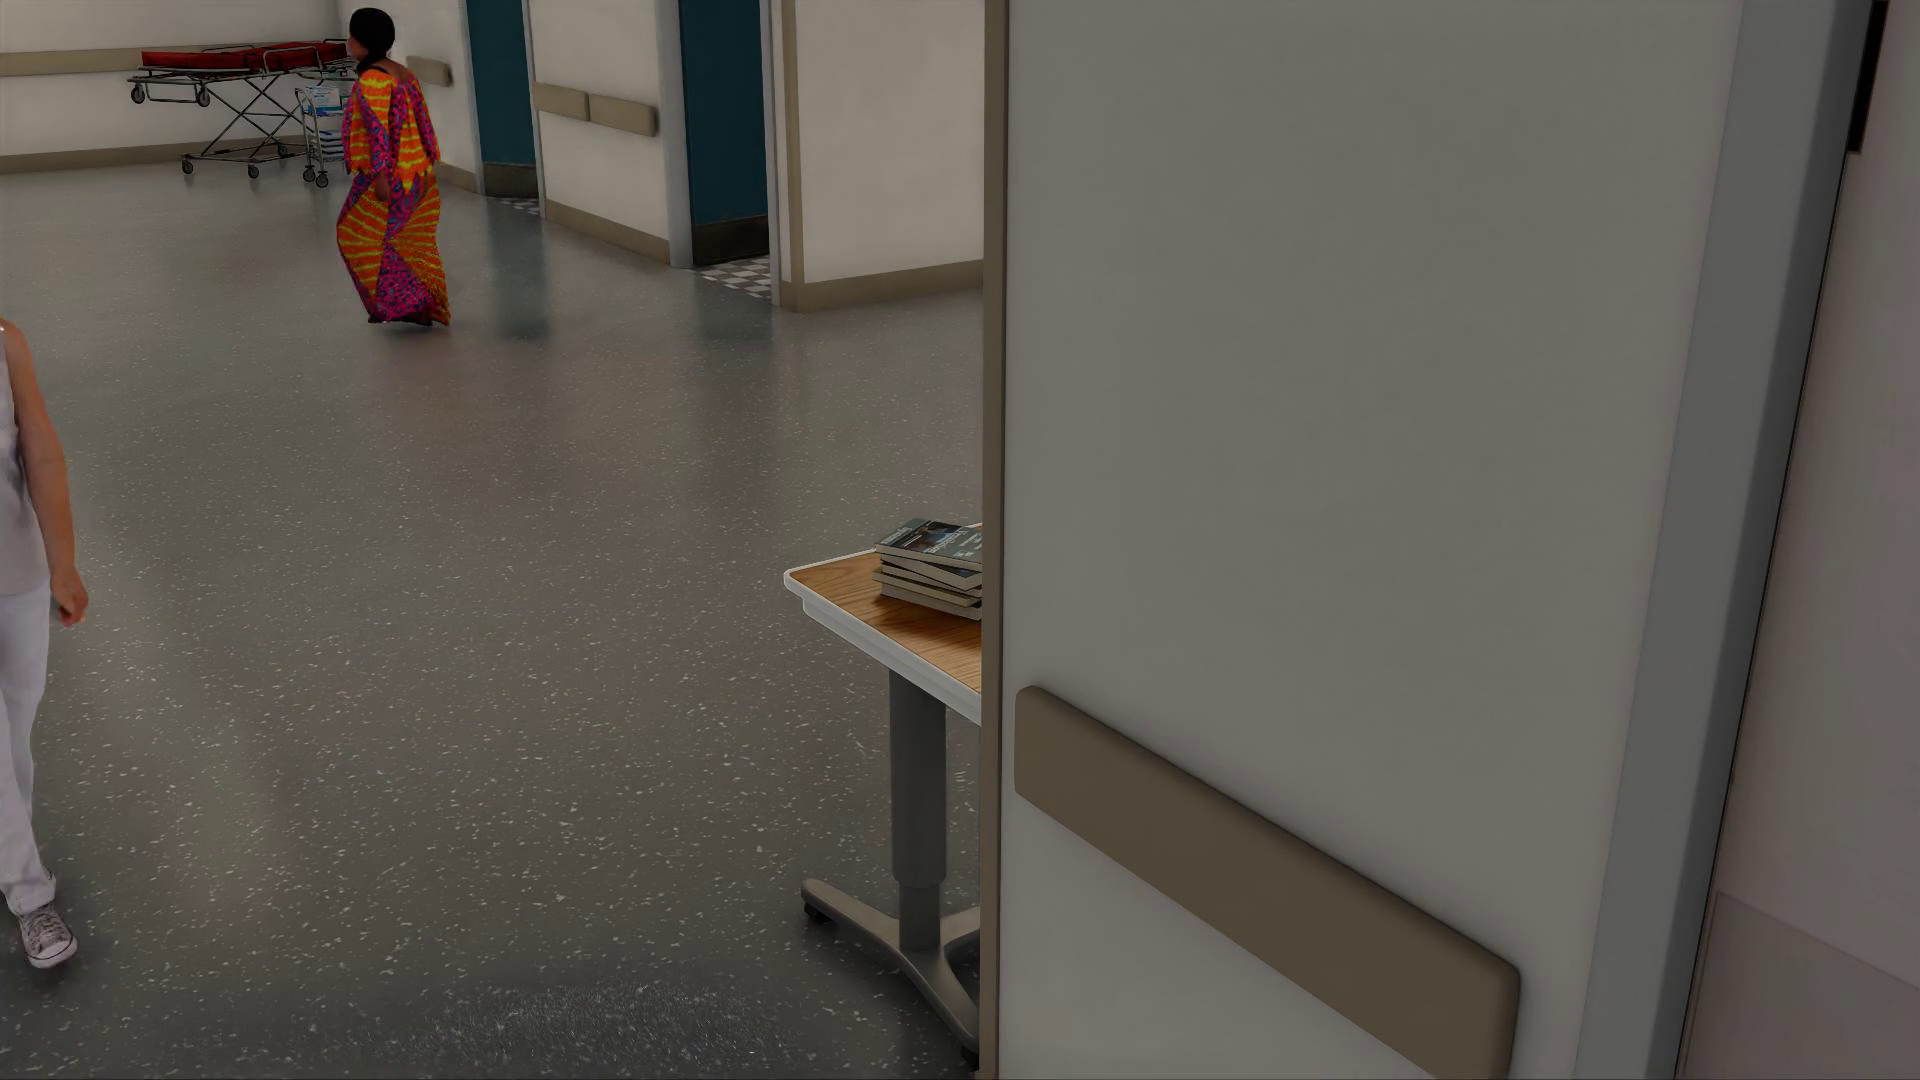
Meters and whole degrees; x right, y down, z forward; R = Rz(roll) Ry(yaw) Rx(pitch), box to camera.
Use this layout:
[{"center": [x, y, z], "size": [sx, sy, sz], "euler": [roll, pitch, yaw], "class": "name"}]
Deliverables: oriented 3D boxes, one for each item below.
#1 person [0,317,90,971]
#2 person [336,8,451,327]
[{"center": [-2.148, 0.044, 3.568], "size": [0.665, 1.640, 0.892], "euler": [-19, 28, -41], "class": "person"}, {"center": [-2.942, -1.933, 8.745], "size": [0.903, 1.655, 0.845], "euler": [1, 21, 4], "class": "person"}]
